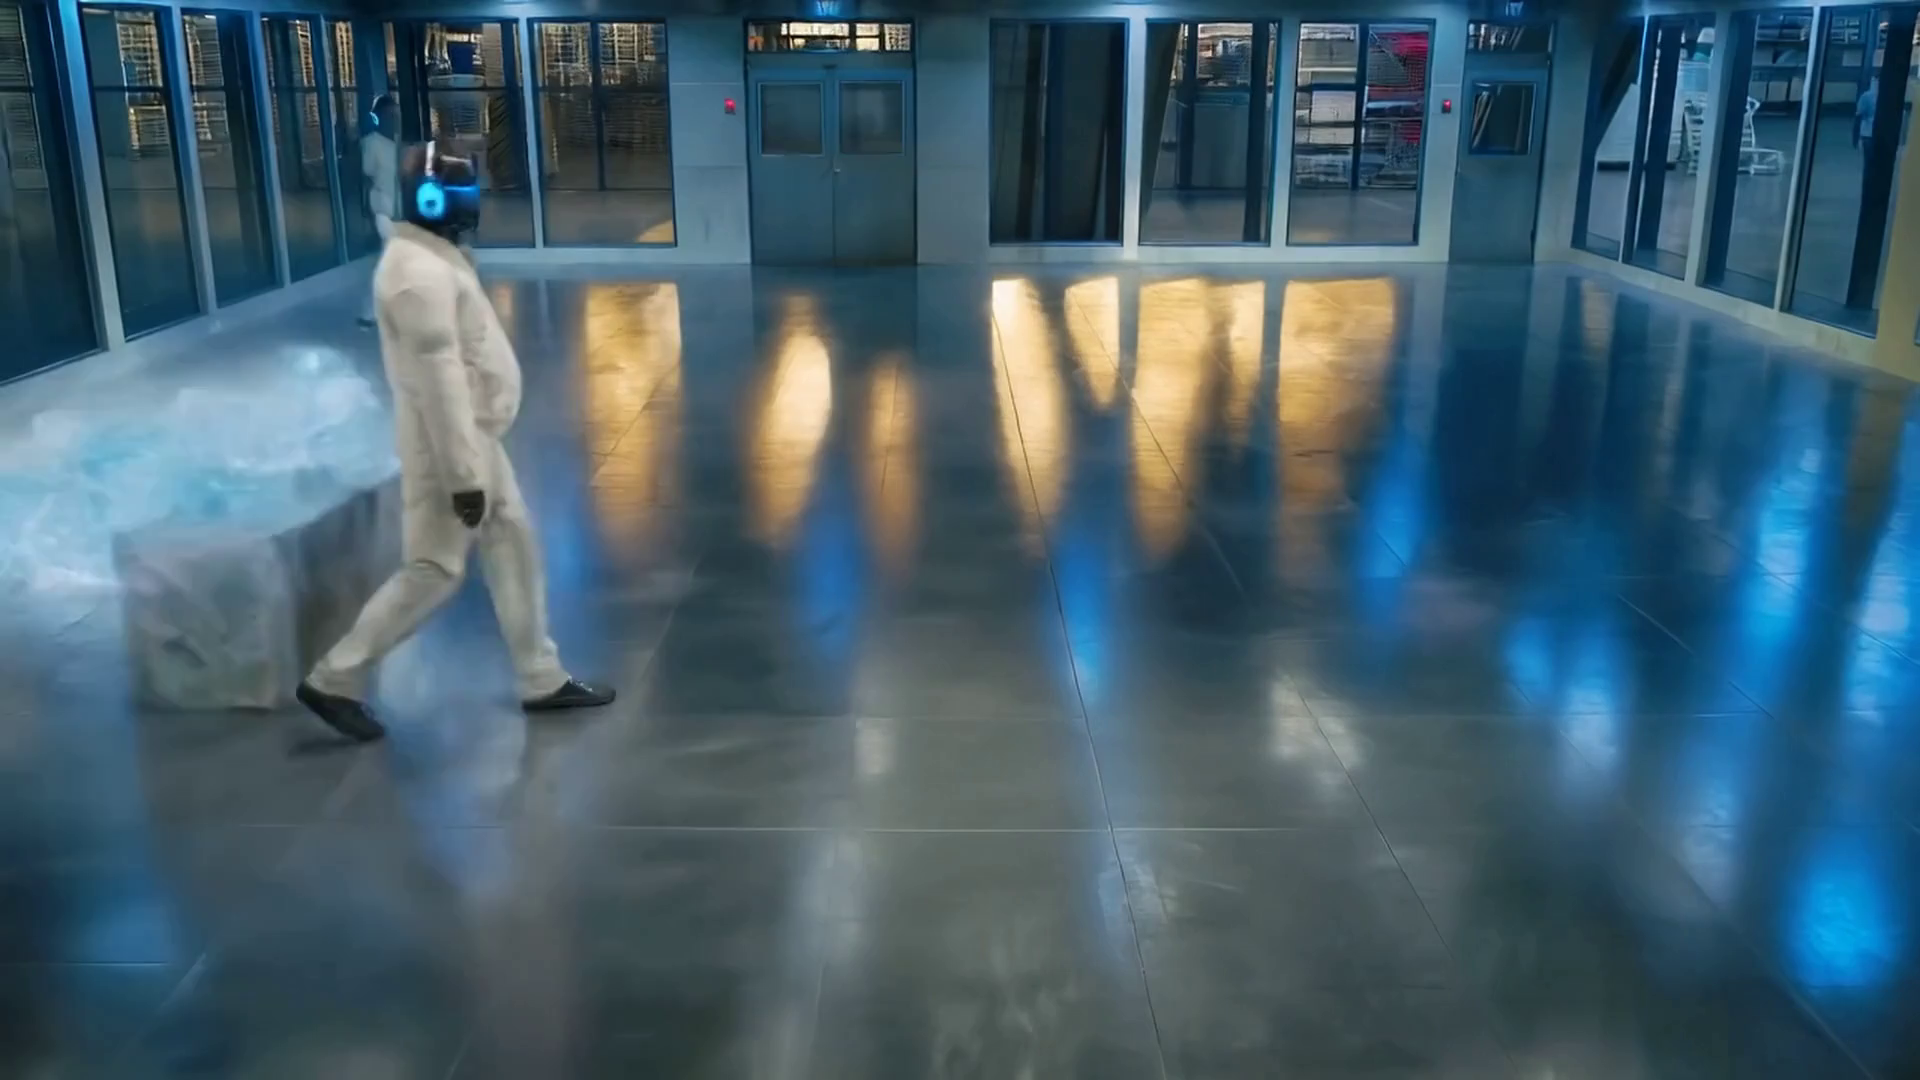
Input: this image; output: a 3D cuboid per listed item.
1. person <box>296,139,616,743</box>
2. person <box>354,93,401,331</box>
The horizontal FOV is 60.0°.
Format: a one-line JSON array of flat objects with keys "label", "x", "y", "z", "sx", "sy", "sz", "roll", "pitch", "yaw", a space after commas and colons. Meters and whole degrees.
[{"label": "person", "x": -1.622, "y": -0.283, "z": 5.139, "sx": 0.929, "sy": 1.871, "sz": 0.653, "roll": -4, "pitch": 17, "yaw": -14}, {"label": "person", "x": -4.381, "y": -2.458, "z": 12.645, "sx": 0.736, "sy": 1.817, "sz": 0.612, "roll": -2, "pitch": 16, "yaw": -6}]
